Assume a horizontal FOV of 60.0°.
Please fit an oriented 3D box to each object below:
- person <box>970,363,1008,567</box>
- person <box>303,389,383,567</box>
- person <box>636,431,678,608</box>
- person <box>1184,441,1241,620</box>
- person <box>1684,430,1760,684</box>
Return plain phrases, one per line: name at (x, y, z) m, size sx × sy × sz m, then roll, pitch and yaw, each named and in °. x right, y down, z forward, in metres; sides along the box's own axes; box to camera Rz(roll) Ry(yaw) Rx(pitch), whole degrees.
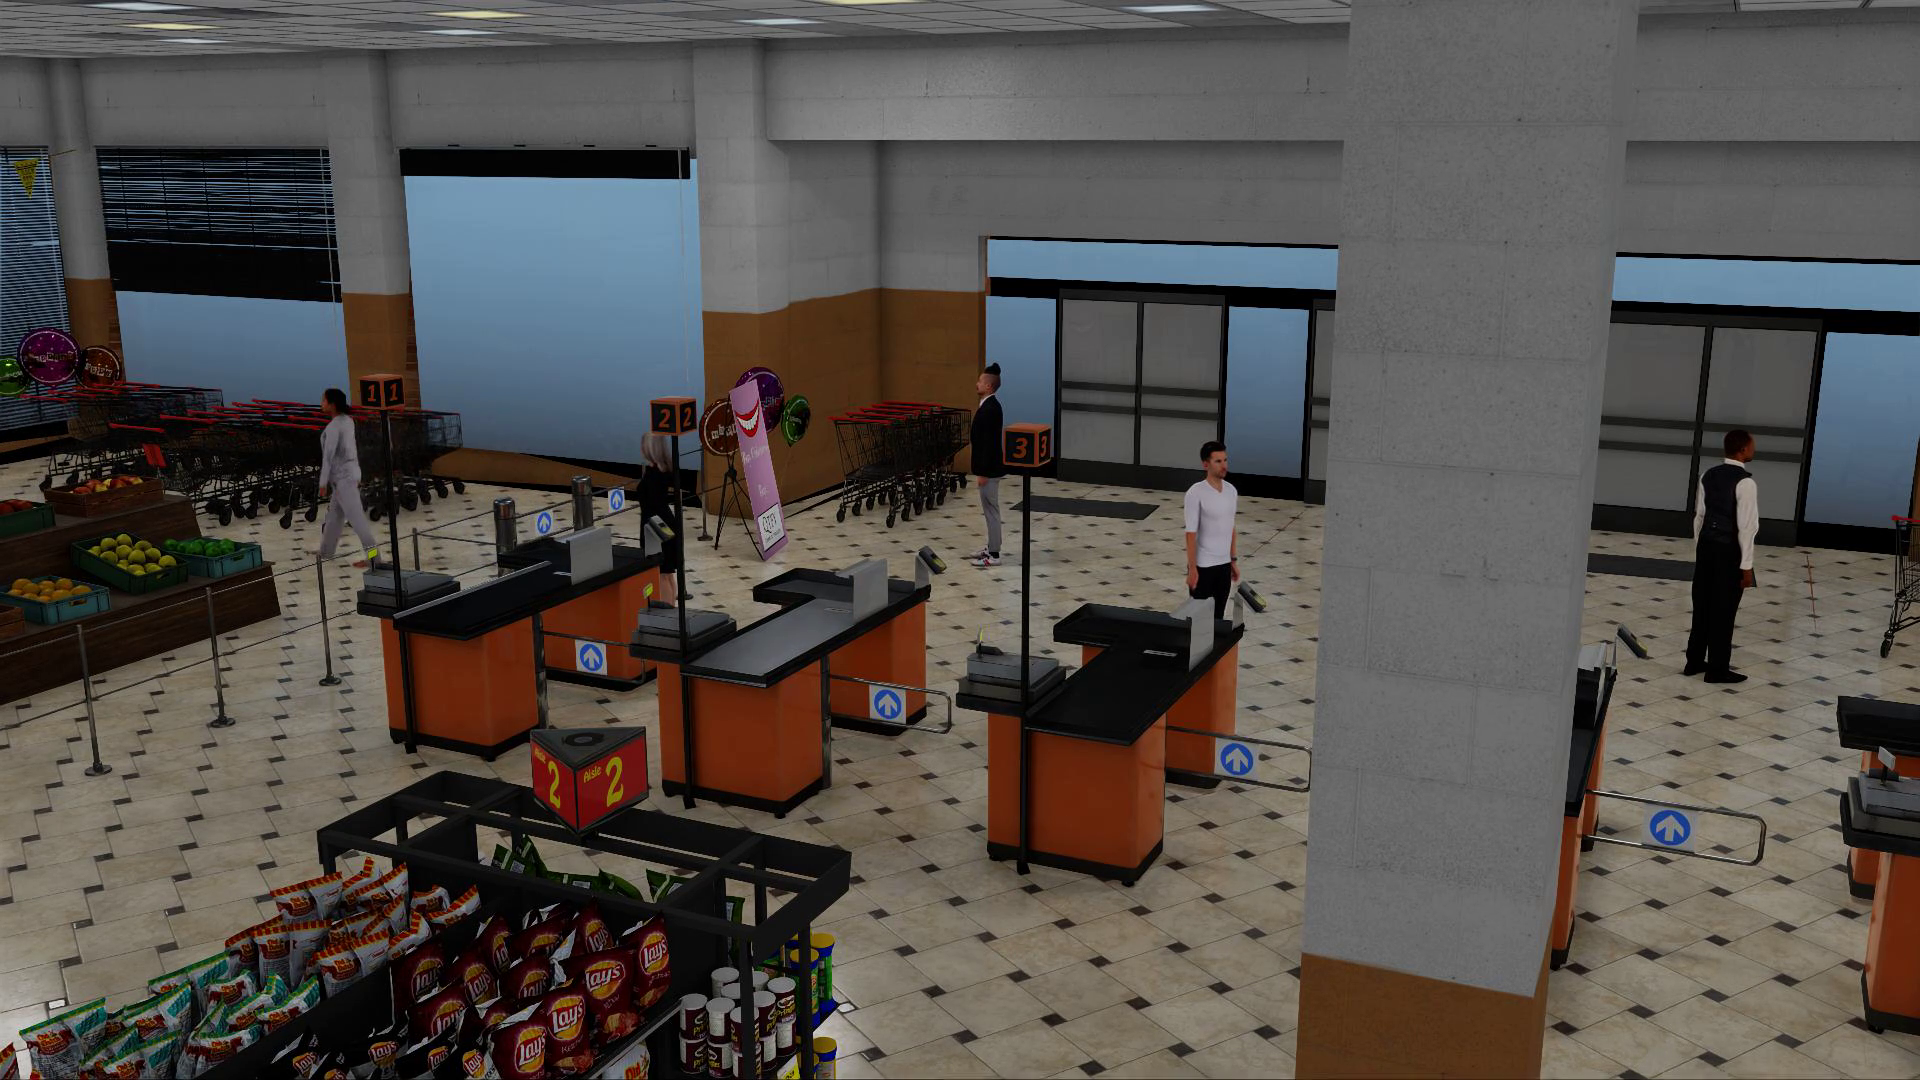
person at (0.286, -0.732, 15.984) m, size 0.847 × 1.950 × 0.692 m, roll 0°, pitch 14°, yaw 1°
person at (-5.777, -0.574, 15.848) m, size 0.997 × 1.706 × 1.069 m, roll 0°, pitch 14°, yaw 0°
person at (-2.457, -0.034, 13.538) m, size 0.745 × 1.746 × 0.630 m, roll 1°, pitch 14°, yaw 2°
person at (1.869, 0.170, 12.471) m, size 0.689 × 1.851 × 0.817 m, roll -10°, pitch 17°, yaw -35°
person at (5.760, 0.112, 12.571) m, size 0.834 × 1.917 × 0.768 m, roll -5°, pitch 14°, yaw -18°
